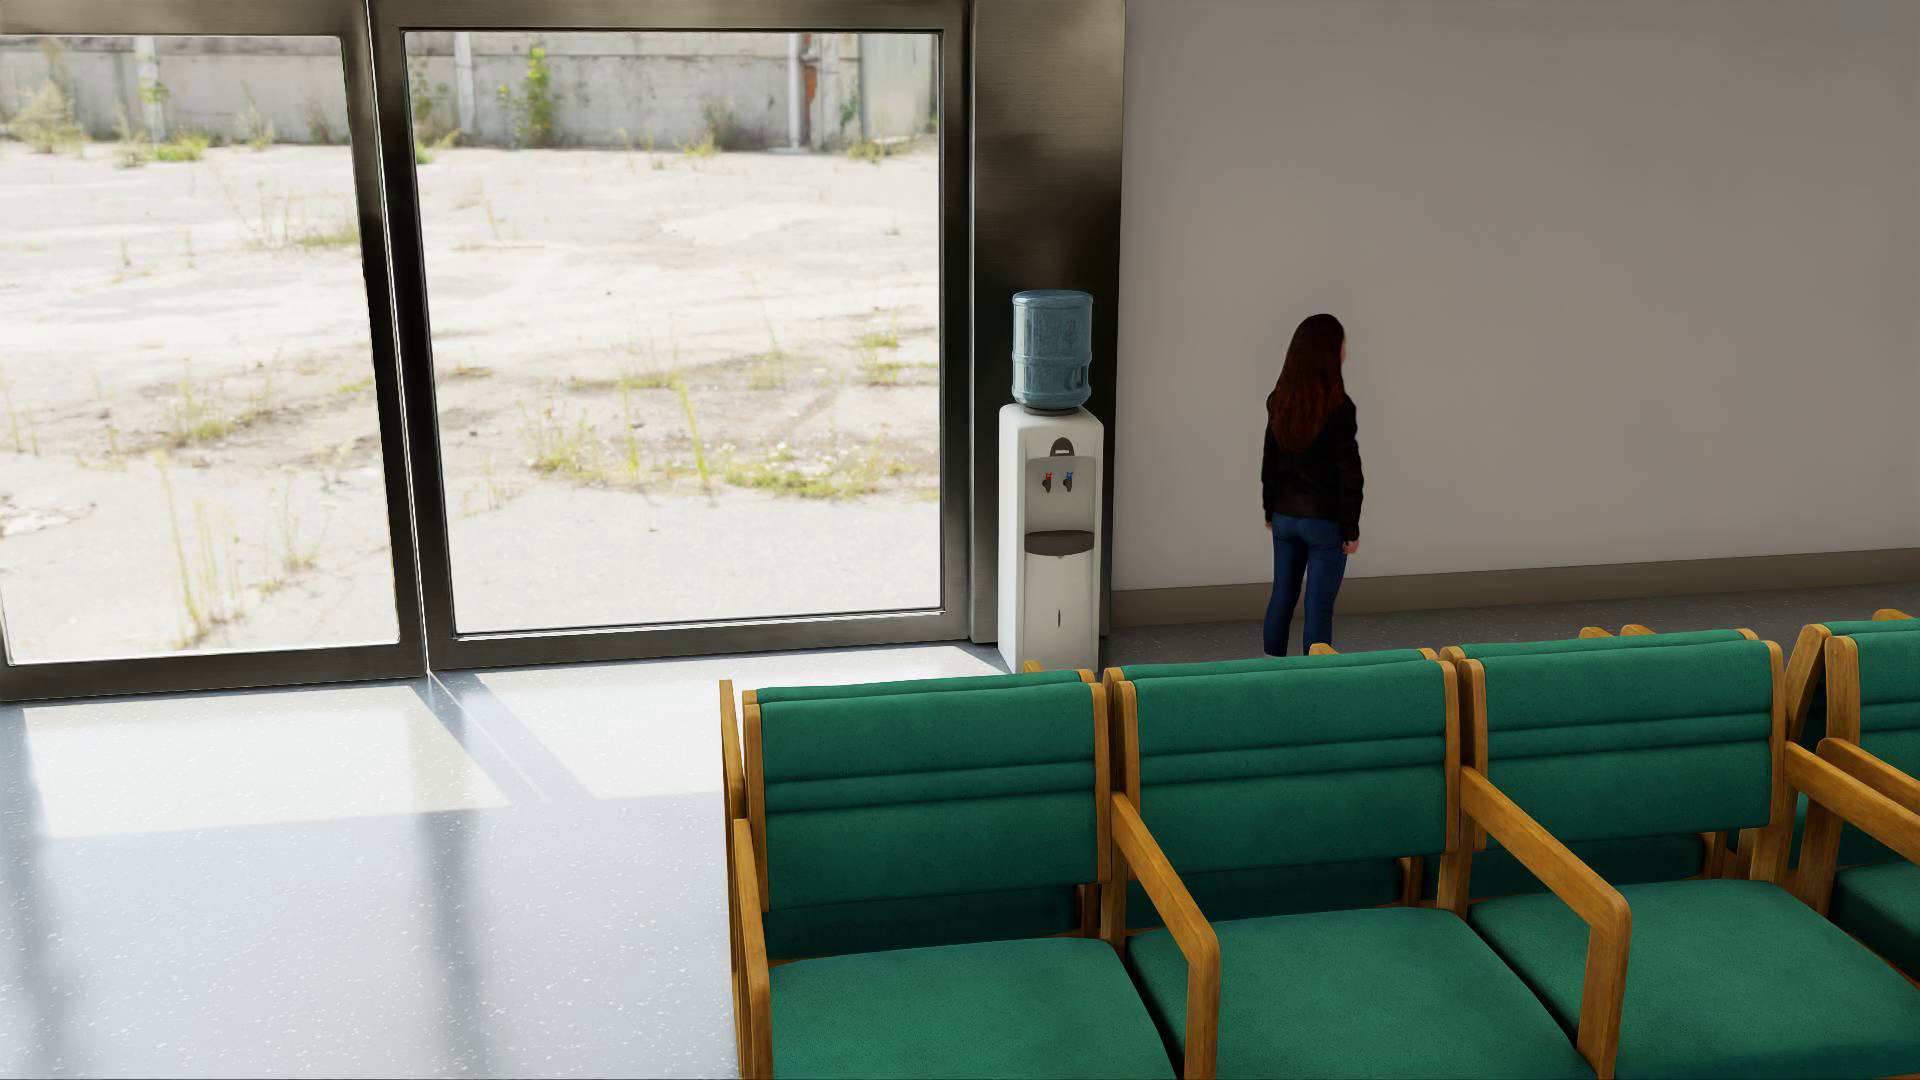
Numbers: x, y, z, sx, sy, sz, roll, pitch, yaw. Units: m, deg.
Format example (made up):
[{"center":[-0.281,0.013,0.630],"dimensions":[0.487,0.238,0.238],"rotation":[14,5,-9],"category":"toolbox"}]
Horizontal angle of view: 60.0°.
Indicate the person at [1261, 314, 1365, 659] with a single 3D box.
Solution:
[{"center":[1.283,-0.097,6.113],"dimensions":[0.704,1.483,0.601],"rotation":[-14,21,-40],"category":"person"}]
